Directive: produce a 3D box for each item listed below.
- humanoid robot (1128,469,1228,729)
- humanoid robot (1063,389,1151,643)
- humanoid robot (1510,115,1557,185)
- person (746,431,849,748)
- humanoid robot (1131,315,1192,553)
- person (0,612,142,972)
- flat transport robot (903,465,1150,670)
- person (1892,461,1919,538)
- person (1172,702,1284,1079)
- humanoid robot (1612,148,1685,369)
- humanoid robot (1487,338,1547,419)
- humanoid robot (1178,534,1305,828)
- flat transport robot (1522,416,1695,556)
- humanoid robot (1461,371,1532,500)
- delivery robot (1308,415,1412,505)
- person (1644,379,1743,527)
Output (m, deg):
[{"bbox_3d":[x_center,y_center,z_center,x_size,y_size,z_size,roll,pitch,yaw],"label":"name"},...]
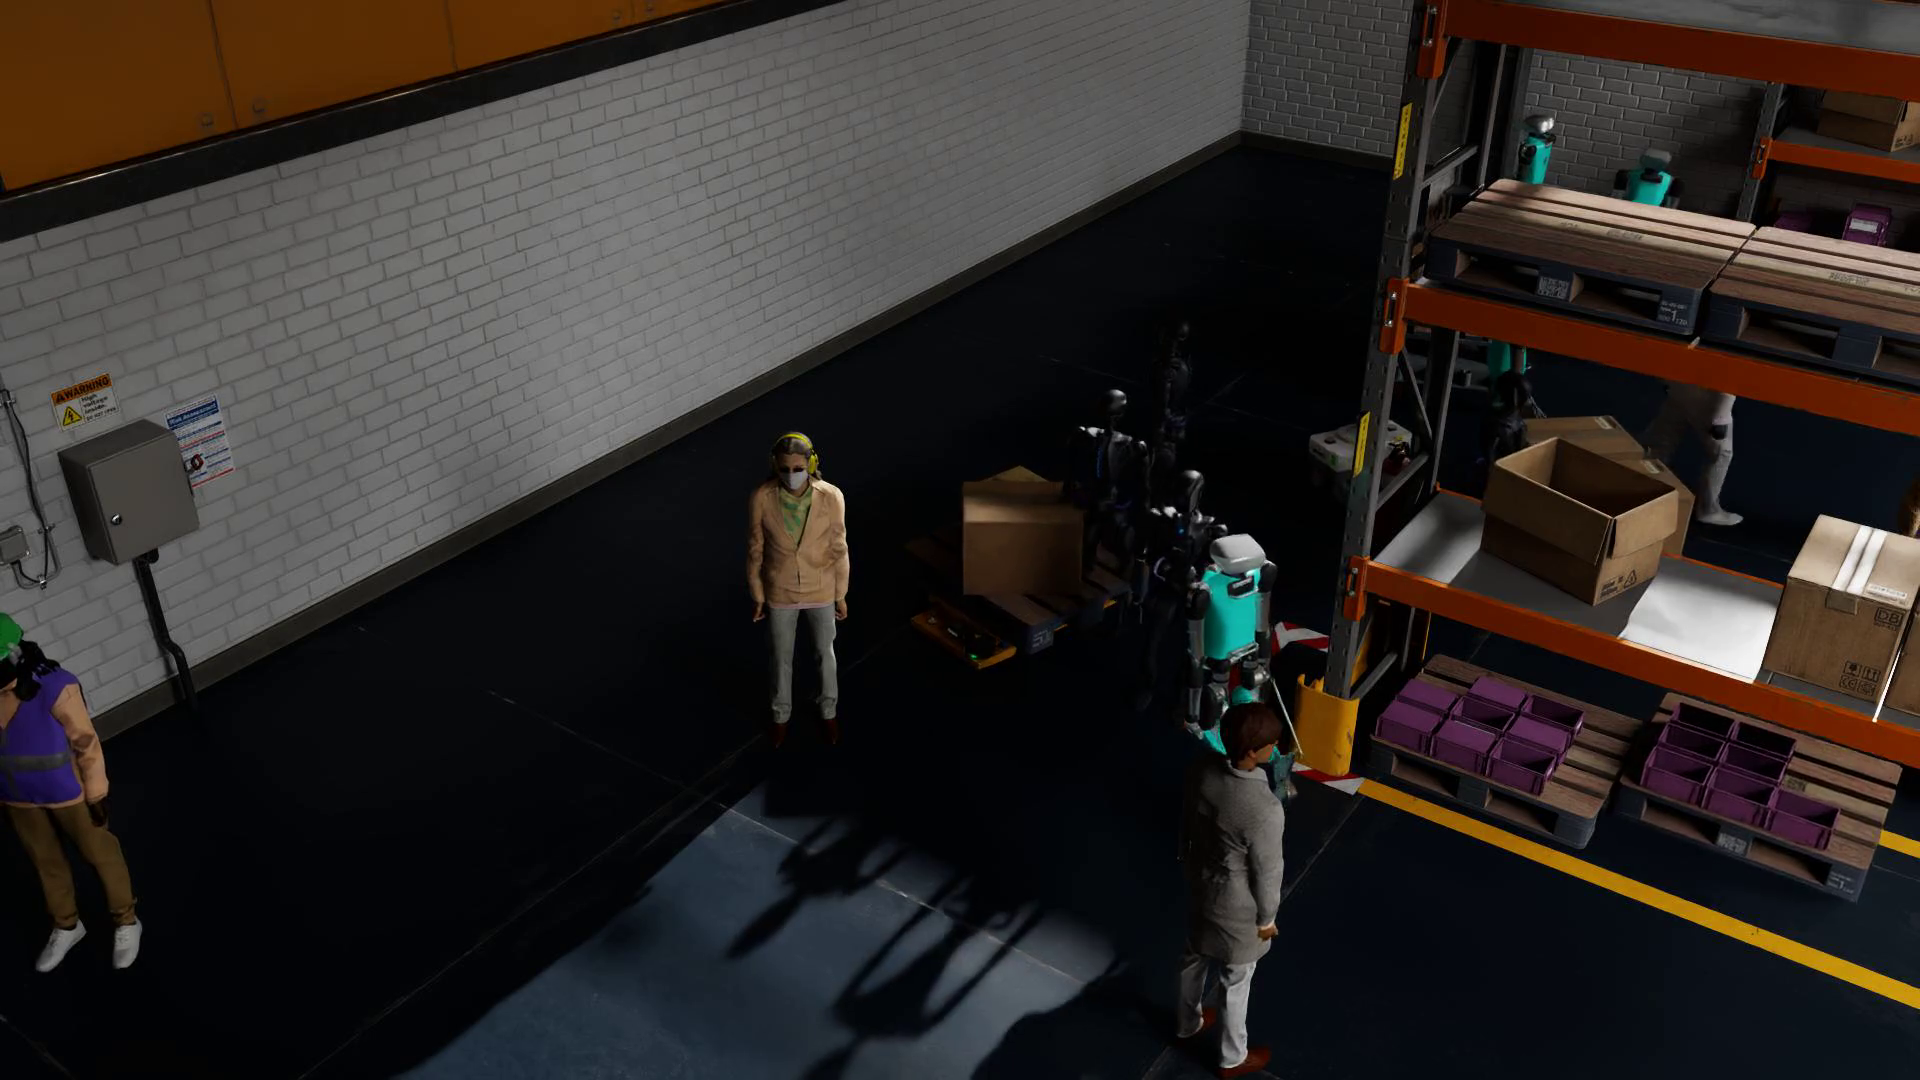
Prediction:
[{"bbox_3d":[1.205,0.322,9.080,0.594,1.645,0.377,11,32,19],"label":"humanoid robot"},{"bbox_3d":[0.849,-0.139,9.872,0.587,1.654,0.330,14,33,23],"label":"humanoid robot"},{"bbox_3d":[4.711,-2.809,14.552,0.731,1.893,0.544,23,37,34],"label":"humanoid robot"},{"bbox_3d":[-0.870,0.260,8.983,0.551,1.877,0.414,-3,30,-5],"label":"person"},{"bbox_3d":[1.300,-0.669,10.788,0.348,1.654,0.584,5,30,8],"label":"humanoid robot"},{"bbox_3d":[-4.082,1.114,7.452,0.532,1.922,0.437,0,30,0],"label":"person"},{"bbox_3d":[0.446,0.361,10.414,1.431,0.231,0.659,-23,37,-34],"label":"flat transport robot"},{"bbox_3d":[6.307,-0.556,10.554,0.644,1.710,0.609,12,32,20],"label":"person"},{"bbox_3d":[1.127,1.463,6.943,0.369,1.827,0.505,-21,36,-31],"label":"person"},{"bbox_3d":[5.413,-2.190,13.390,0.552,1.808,0.739,9,31,15],"label":"humanoid robot"},{"bbox_3d":[3.781,-0.836,11.052,0.722,1.807,0.541,0,30,0],"label":"humanoid robot"},{"bbox_3d":[1.410,0.866,8.065,0.545,1.786,0.705,-18,35,-28],"label":"humanoid robot"},{"bbox_3d":[3.893,0.189,10.712,1.431,0.231,0.659,-2,30,-4],"label":"flat transport robot"},{"bbox_3d":[3.220,-0.258,10.084,0.330,1.647,0.584,16,34,26],"label":"humanoid robot"},{"bbox_3d":[2.845,-0.613,11.797,0.744,0.574,0.512,-12,32,-20],"label":"delivery robot"},{"bbox_3d":[4.996,-0.959,11.100,0.725,1.869,0.734,-9,31,-15],"label":"person"}]
